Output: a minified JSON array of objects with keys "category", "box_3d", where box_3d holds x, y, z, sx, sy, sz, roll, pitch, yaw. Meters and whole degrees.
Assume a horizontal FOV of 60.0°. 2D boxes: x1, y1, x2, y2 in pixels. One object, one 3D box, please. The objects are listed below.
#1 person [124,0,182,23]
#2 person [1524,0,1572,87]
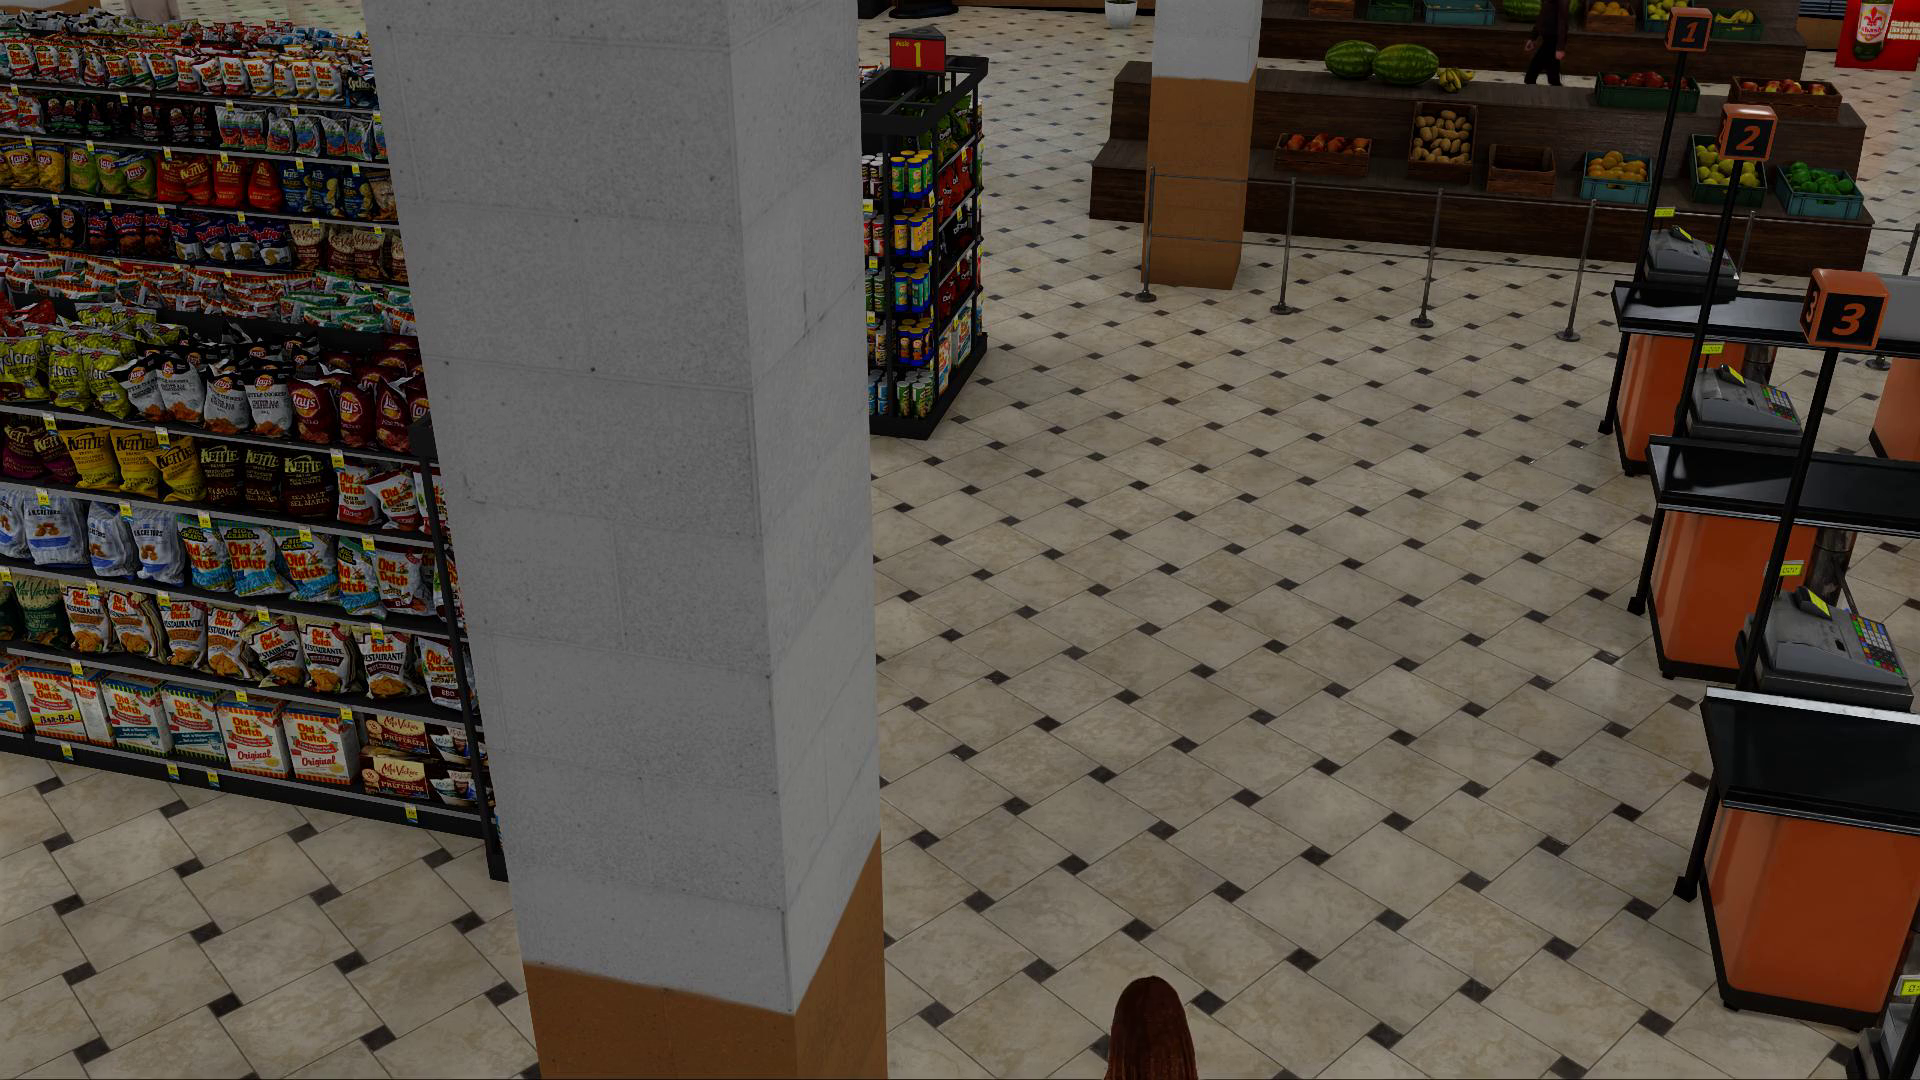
[{"category":"person","box_3d":[-7.588,-4.682,15.803,0.617,1.807,0.765,-5,29,-9]},{"category":"person","box_3d":[5.858,-4.840,16.229,0.885,1.676,0.660,5,29,9]}]
